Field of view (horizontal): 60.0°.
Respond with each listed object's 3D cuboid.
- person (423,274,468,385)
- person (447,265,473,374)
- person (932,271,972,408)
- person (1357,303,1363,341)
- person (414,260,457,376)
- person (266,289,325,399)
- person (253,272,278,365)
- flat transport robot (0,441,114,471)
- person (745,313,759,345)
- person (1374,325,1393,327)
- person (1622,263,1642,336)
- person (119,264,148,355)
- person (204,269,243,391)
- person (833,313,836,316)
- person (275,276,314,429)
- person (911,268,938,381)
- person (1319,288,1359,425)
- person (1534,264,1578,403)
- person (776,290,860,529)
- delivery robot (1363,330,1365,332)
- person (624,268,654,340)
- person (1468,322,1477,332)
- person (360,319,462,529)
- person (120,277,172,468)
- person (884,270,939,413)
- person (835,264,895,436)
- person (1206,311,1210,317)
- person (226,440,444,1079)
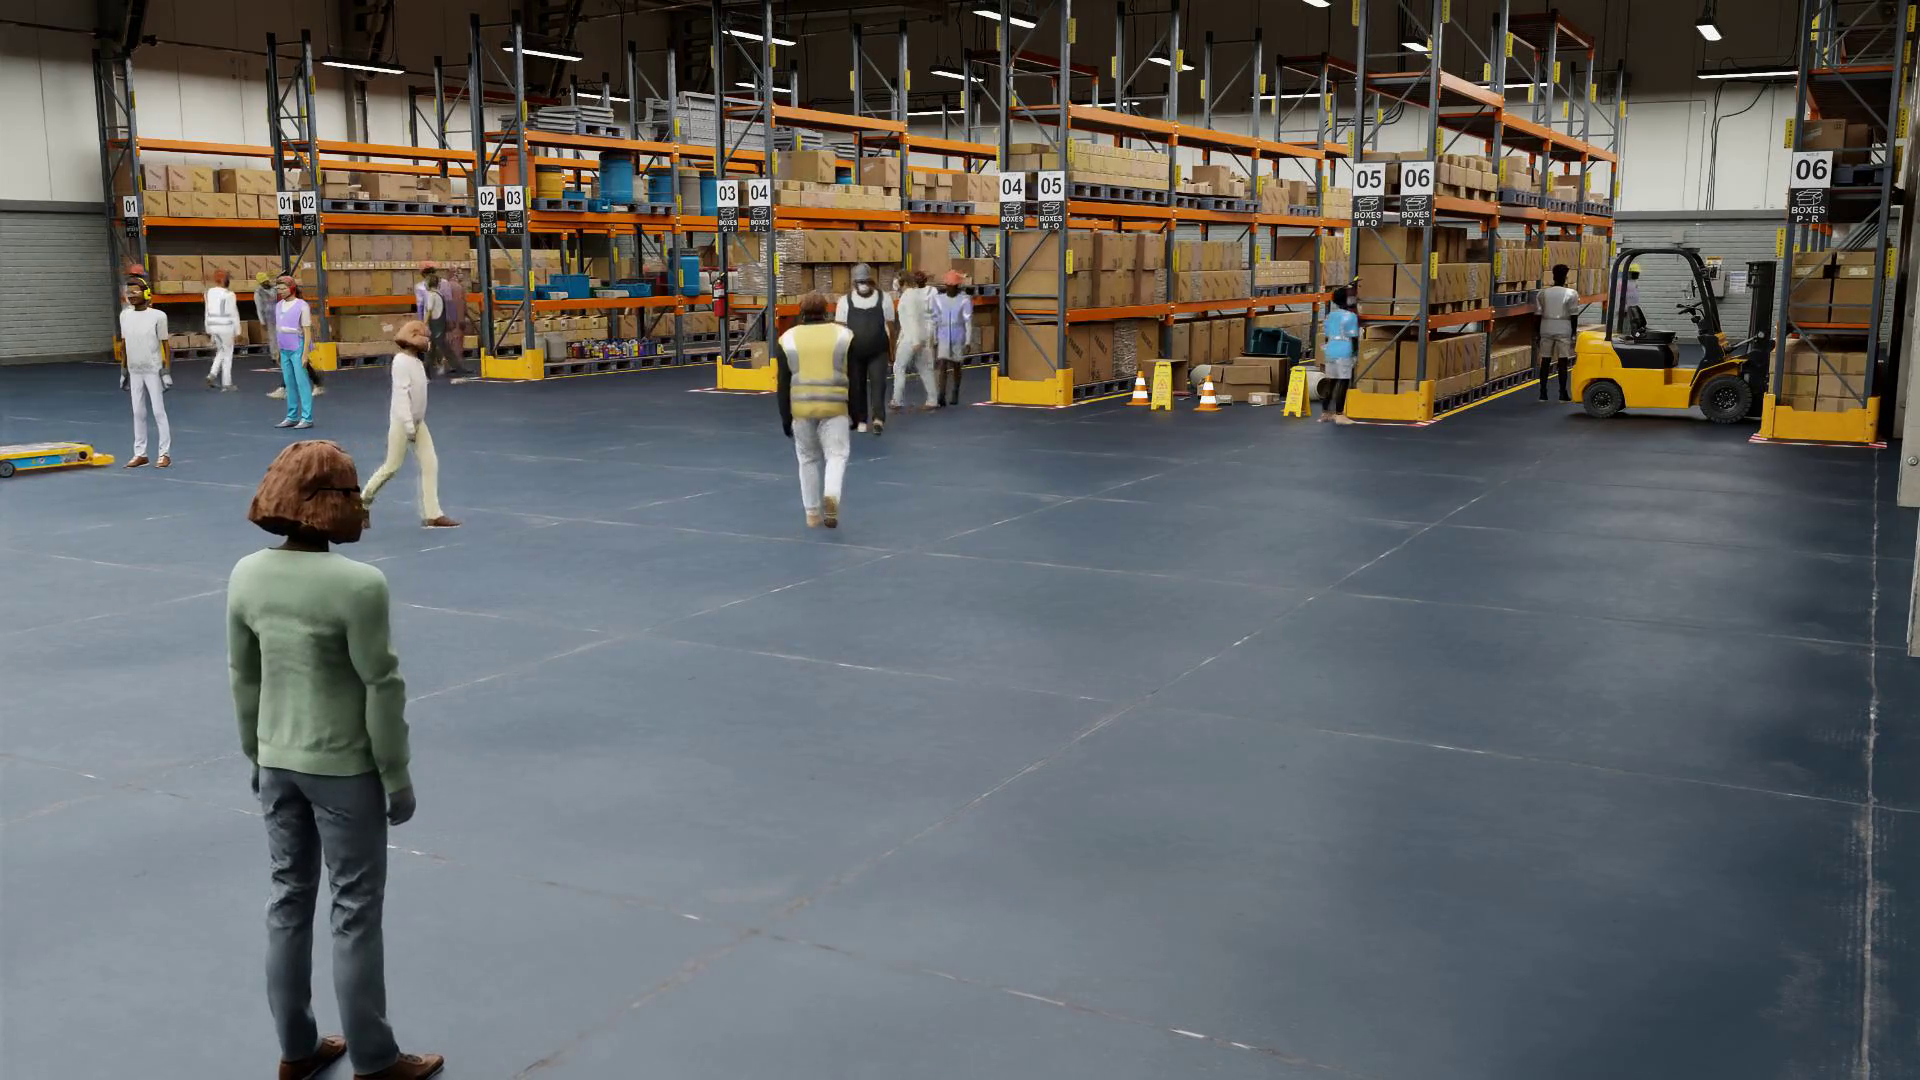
[{"bbox_3d":[-8.418,-3.386,26.809,0.981,1.801,0.530,-1,10,-3],"label":"person"},{"bbox_3d":[-8.913,-3.903,29.486,0.399,1.908,0.643,-8,12,-38],"label":"person"},{"bbox_3d":[-0.115,-2.770,22.950,0.557,1.867,1.021,1,10,6],"label":"person"},{"bbox_3d":[8.631,-5.026,36.263,0.517,1.854,0.482,3,10,15],"label":"person"},{"bbox_3d":[-9.009,-3.803,28.629,0.697,1.997,0.657,-4,10,-22],"label":"person"},{"bbox_3d":[-9.704,-2.879,24.242,0.888,1.646,0.545,-8,13,-39],"label":"person"},{"bbox_3d":[-13.130,-4.224,31.781,0.403,1.766,0.678,5,11,29],"label":"person"},{"bbox_3d":[-9.016,-0.784,16.001,0.652,0.197,1.431,7,12,34],"label":"flat transport robot"},{"bbox_3d":[-4.672,-5.344,38.026,0.415,1.887,0.751,5,11,29],"label":"person"},{"bbox_3d":[9.106,-4.921,35.792,0.818,1.824,0.657,-4,11,-23],"label":"person"},{"bbox_3d":[14.768,-5.125,36.597,0.613,1.913,0.414,-9,14,-44],"label":"person"},{"bbox_3d":[-15.552,-4.238,31.396,0.560,1.920,0.502,8,13,39],"label":"person"},{"bbox_3d":[-11.293,-3.207,25.495,0.613,1.871,0.432,4,10,20],"label":"person"},{"bbox_3d":[-3.213,-6.474,44.294,0.633,1.983,0.970,3,10,19],"label":"person"},{"bbox_3d":[-8.017,-2.255,20.035,0.563,1.838,0.390,6,11,31],"label":"person"},{"bbox_3d":[-0.631,-3.554,27.538,0.619,1.870,0.410,7,12,34],"label":"person"},{"bbox_3d":[4.671,-2.251,20.483,0.341,1.685,0.563,-5,11,-27],"label":"person"},{"bbox_3d":[8.446,-2.922,23.564,0.603,1.966,0.372,7,12,37],"label":"person"},{"bbox_3d":[-1.072,-0.969,12.552,0.631,1.823,0.738,0,10,-1],"label":"person"},{"bbox_3d":[8.885,-4.686,37.747,0.707,0.478,0.477,1,10,4],"label":"delivery robot"},{"bbox_3d":[-6.446,-4.608,33.680,0.558,1.896,0.991,5,11,25],"label":"person"},{"bbox_3d":[11.899,-5.456,38.598,0.635,1.893,0.923,1,10,4],"label":"person"},{"bbox_3d":[-4.254,-0.877,12.645,0.787,1.594,0.555,1,10,7],"label":"person"},{"bbox_3d":[-7.988,-1.633,16.297,0.519,1.874,0.331,1,10,5],"label":"person"},{"bbox_3d":[-0.693,-2.611,21.966,0.926,1.882,0.621,2,10,9],"label":"person"},{"bbox_3d":[-1.099,-2.220,19.236,0.694,2.000,1.018,0,10,0],"label":"person"},{"bbox_3d":[6.307,-6.309,43.431,0.637,1.960,0.776,-9,13,-43],"label":"person"},{"bbox_3d":[-1.561,0.569,4.102,0.499,1.632,0.285,4,11,24],"label":"person"}]
